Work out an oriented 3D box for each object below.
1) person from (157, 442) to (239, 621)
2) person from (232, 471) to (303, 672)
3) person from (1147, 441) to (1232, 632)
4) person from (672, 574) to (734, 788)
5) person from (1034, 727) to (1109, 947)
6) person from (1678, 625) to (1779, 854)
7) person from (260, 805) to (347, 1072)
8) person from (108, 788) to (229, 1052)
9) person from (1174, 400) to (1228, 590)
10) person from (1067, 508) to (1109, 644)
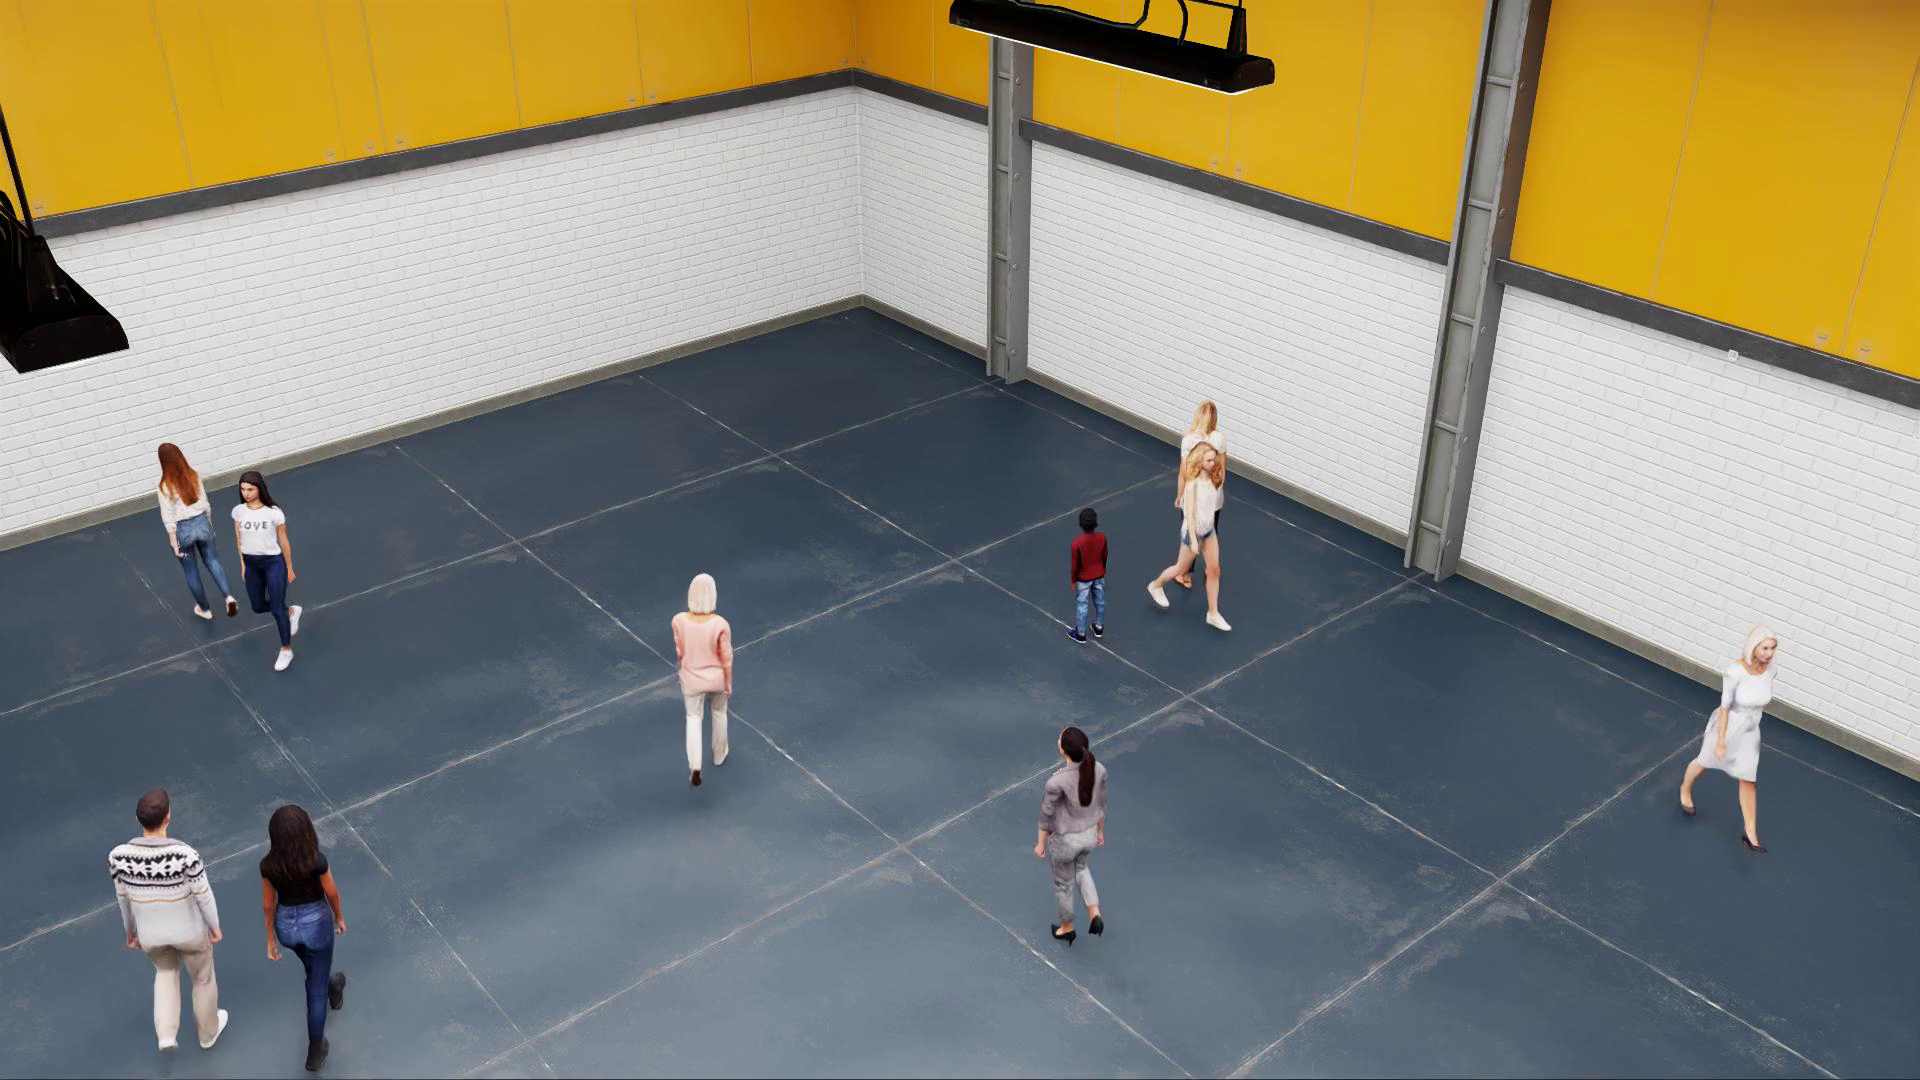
[{"bbox_3d":[-6.573,-0.034,14.335,0.879,1.715,0.645,23,36,36],"label":"person"},{"bbox_3d":[-5.738,0.200,13.859,0.898,1.760,0.958,2,29,4],"label":"person"},{"bbox_3d":[1.961,-0.063,14.380,1.104,1.723,0.637,25,37,38],"label":"person"},{"bbox_3d":[-1.917,1.062,12.331,0.937,1.709,1.019,1,29,2],"label":"person"},{"bbox_3d":[0.768,1.979,10.694,0.648,1.668,0.685,-18,33,-30],"label":"person"},{"bbox_3d":[5.451,1.323,11.856,0.905,1.705,1.152,-7,29,-12],"label":"person"},{"bbox_3d":[-3.884,2.419,9.860,0.928,1.694,1.079,-4,29,-7],"label":"person"},{"bbox_3d":[-4.685,2.350,9.839,0.872,1.835,0.918,-3,29,-6],"label":"person"},{"bbox_3d":[2.165,-0.401,14.892,0.691,1.826,0.701,-4,29,-8],"label":"person"},{"bbox_3d":[1.108,0.296,14.211,0.553,1.254,0.549,-13,31,-23],"label":"person"}]
